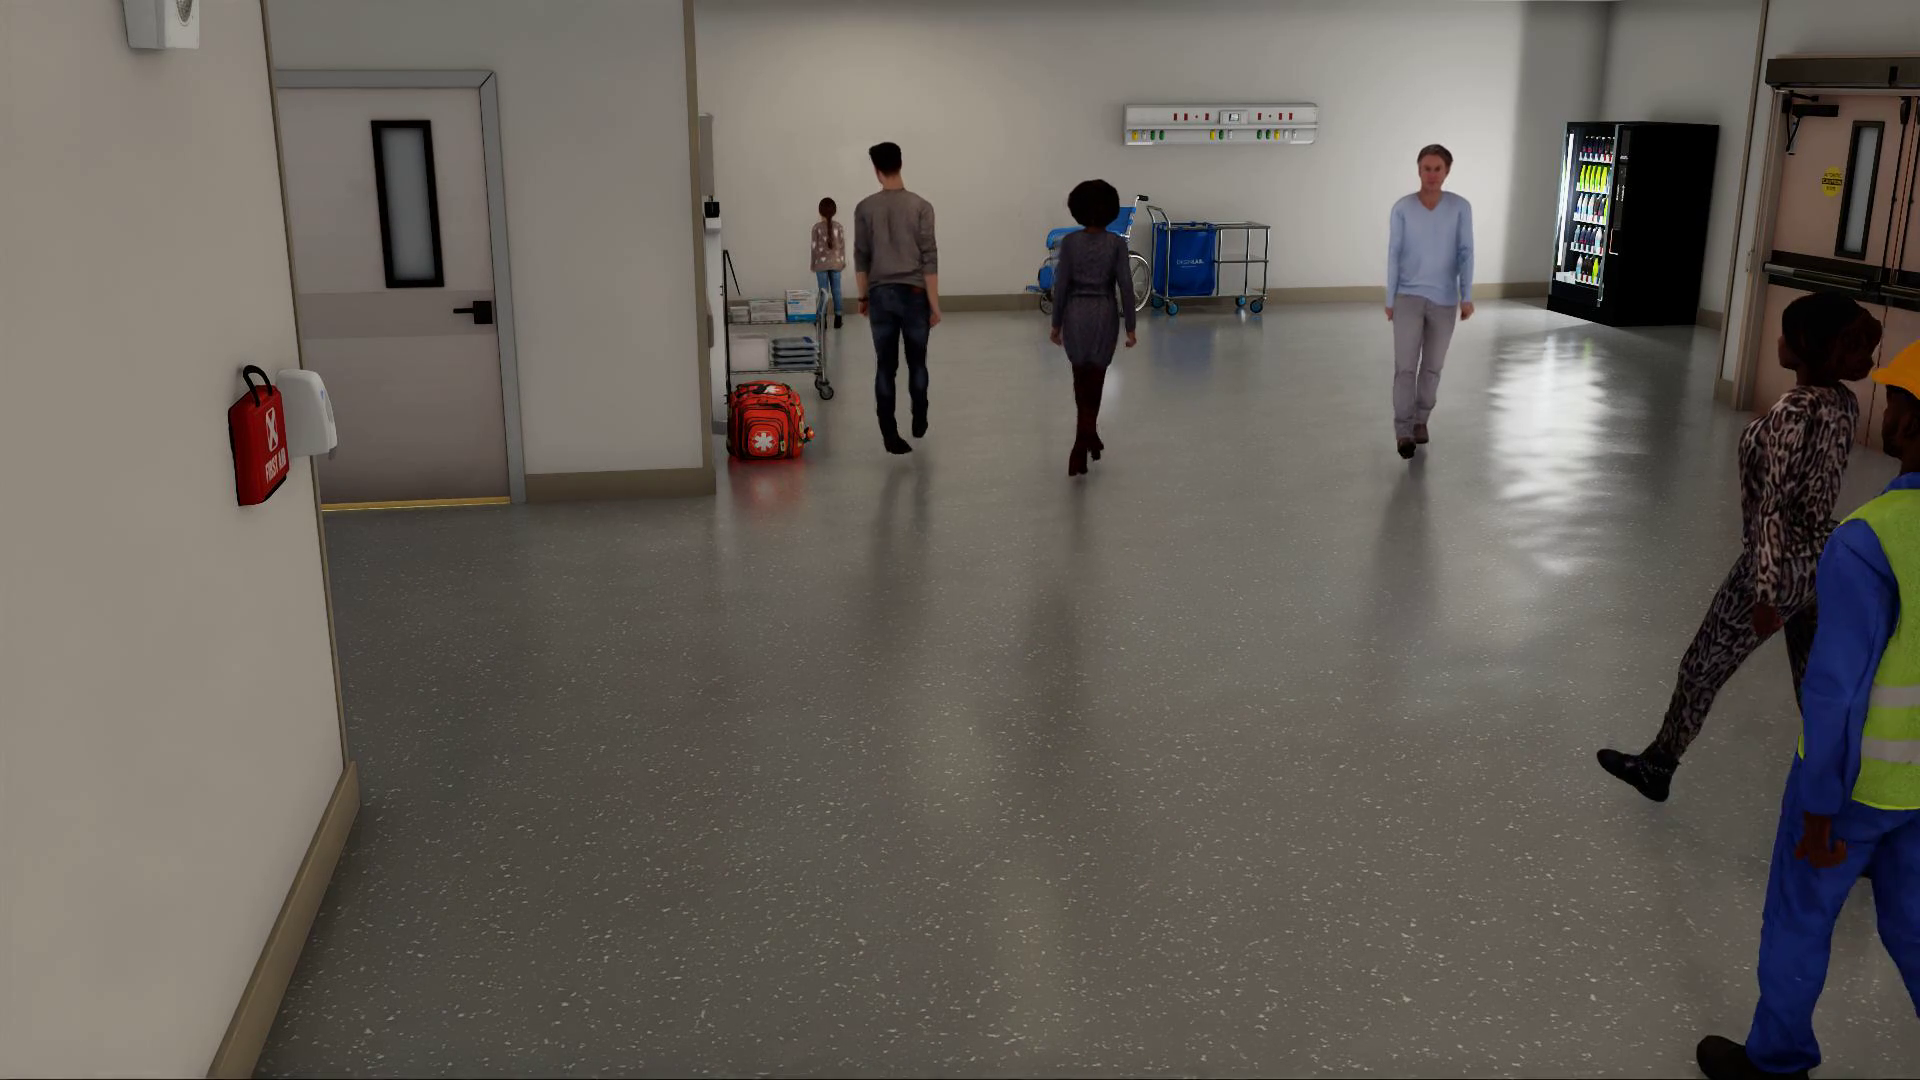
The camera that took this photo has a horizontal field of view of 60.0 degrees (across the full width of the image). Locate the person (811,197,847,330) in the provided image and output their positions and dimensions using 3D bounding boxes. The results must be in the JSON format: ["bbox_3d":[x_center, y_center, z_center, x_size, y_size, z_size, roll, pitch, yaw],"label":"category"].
[{"bbox_3d":[-1.216,-2.558,15.347,0.497,1.194,0.494,-5,16,-17],"label":"person"}]

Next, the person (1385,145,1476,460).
[{"bbox_3d":[2.852,-1.434,10.180,0.915,1.836,1.297,2,16,8],"label":"person"}]

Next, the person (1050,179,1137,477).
[{"bbox_3d":[0.735,-1.188,9.584,0.884,1.685,1.043,5,16,16],"label":"person"}]

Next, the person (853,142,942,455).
[{"bbox_3d":[-0.400,-1.411,10.070,0.977,1.851,1.329,3,16,9],"label":"person"}]

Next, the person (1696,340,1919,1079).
[{"bbox_3d":[1.970,0.497,3.405,0.702,1.795,1.052,-4,16,-15],"label":"person"}]

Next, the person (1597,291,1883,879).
[{"bbox_3d":[2.471,0.171,4.807,0.910,1.661,1.226,-10,19,-31],"label":"person"}]
